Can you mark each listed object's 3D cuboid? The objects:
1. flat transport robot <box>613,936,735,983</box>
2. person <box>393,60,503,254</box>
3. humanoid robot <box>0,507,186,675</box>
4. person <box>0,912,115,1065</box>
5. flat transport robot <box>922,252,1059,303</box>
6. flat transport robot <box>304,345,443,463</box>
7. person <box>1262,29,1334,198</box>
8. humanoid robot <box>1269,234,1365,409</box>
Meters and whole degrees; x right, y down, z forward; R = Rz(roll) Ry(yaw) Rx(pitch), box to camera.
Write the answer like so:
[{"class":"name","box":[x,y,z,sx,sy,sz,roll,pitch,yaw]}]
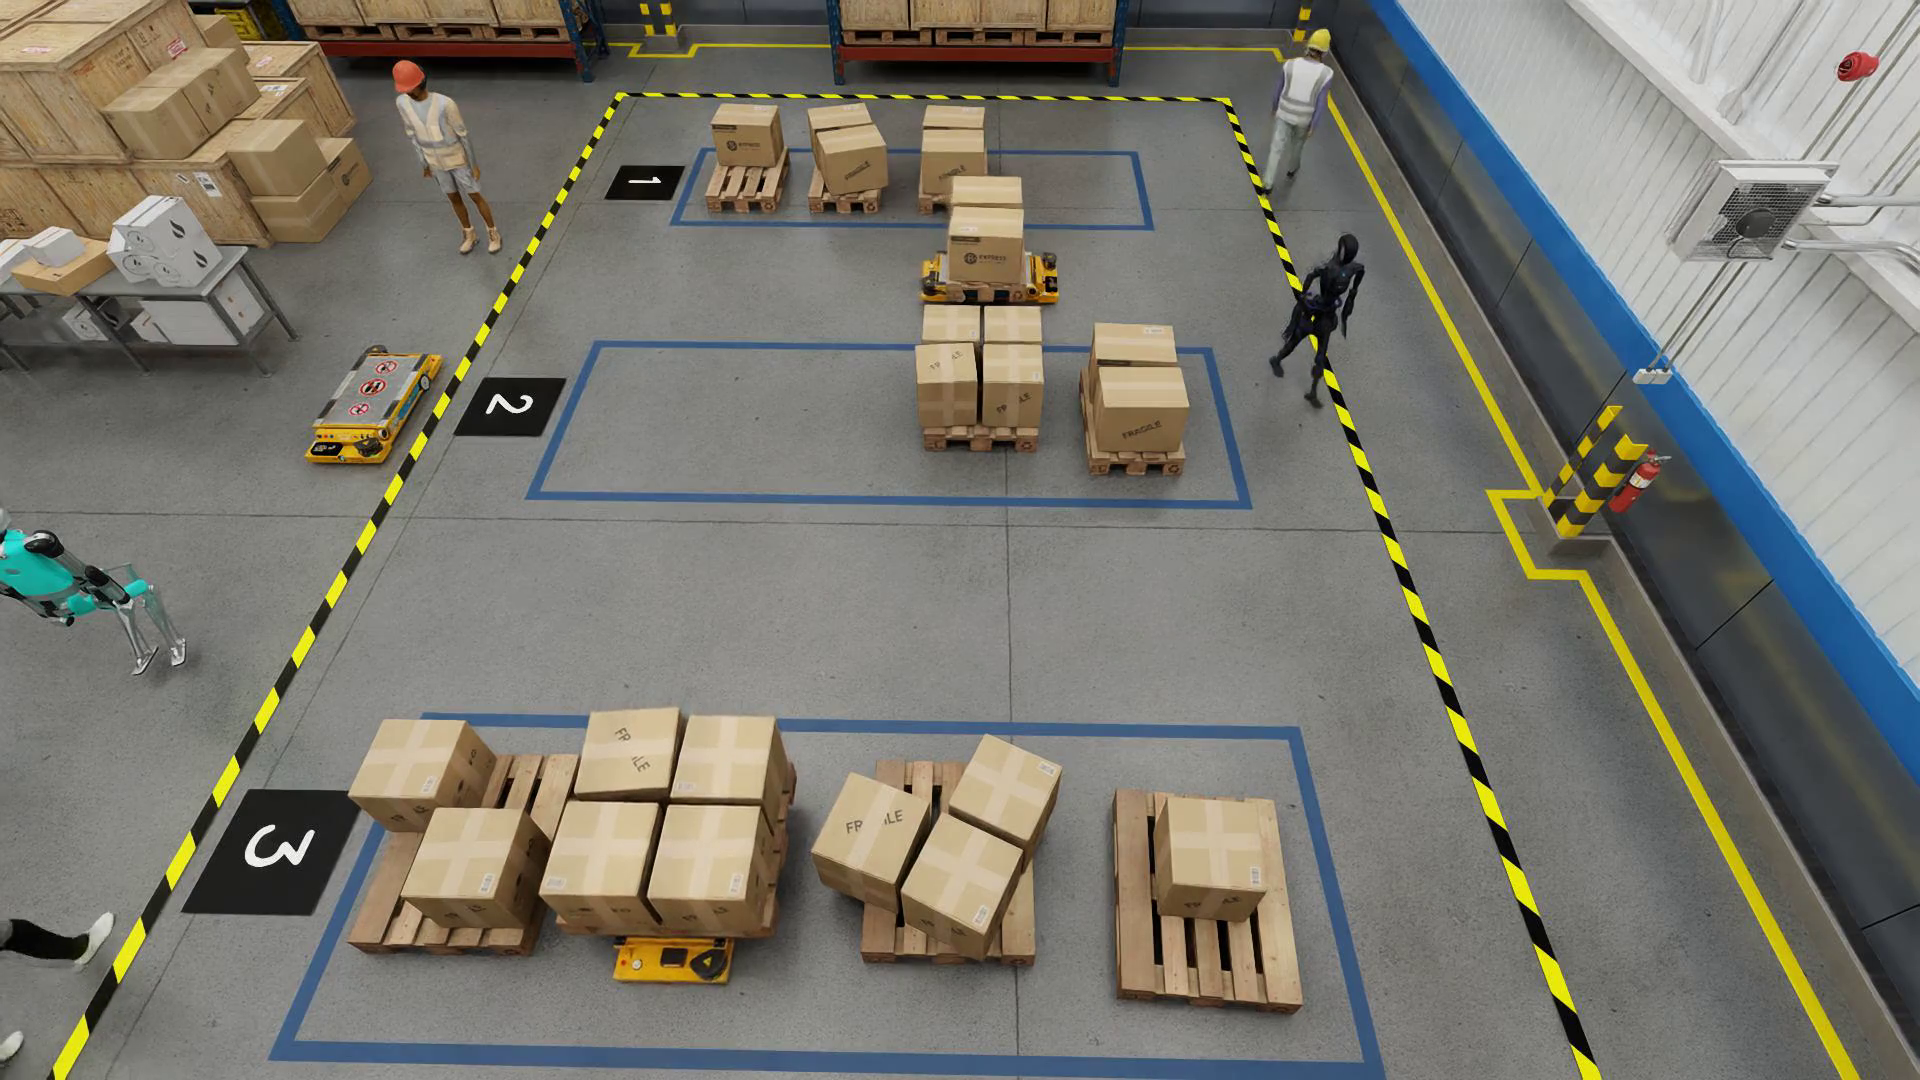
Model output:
[{"class":"flat transport robot","box":[-1.658,1.958,5.692,0.652,0.197,1.431,1,50,1]},{"class":"person","box":[-5.337,-3.936,9.544,0.604,2.033,0.388,1,50,1]},{"class":"humanoid robot","box":[-5.811,0.251,6.102,0.533,1.681,0.735,-11,51,-10]},{"class":"person","box":[-5.229,2.074,4.597,0.597,1.820,0.890,1,50,1]},{"class":"flat transport robot","box":[0.320,-2.798,9.717,1.431,0.197,0.652,1,50,1]},{"class":"flat transport robot","box":[-5.383,-1.269,8.441,0.659,0.231,1.431,1,50,1]},{"class":"person","box":[3.873,-4.919,10.535,0.600,1.783,0.920,22,53,17]},{"class":"humanoid robot","box":[3.189,-1.988,8.155,0.584,1.622,0.784,-8,50,-7]}]
